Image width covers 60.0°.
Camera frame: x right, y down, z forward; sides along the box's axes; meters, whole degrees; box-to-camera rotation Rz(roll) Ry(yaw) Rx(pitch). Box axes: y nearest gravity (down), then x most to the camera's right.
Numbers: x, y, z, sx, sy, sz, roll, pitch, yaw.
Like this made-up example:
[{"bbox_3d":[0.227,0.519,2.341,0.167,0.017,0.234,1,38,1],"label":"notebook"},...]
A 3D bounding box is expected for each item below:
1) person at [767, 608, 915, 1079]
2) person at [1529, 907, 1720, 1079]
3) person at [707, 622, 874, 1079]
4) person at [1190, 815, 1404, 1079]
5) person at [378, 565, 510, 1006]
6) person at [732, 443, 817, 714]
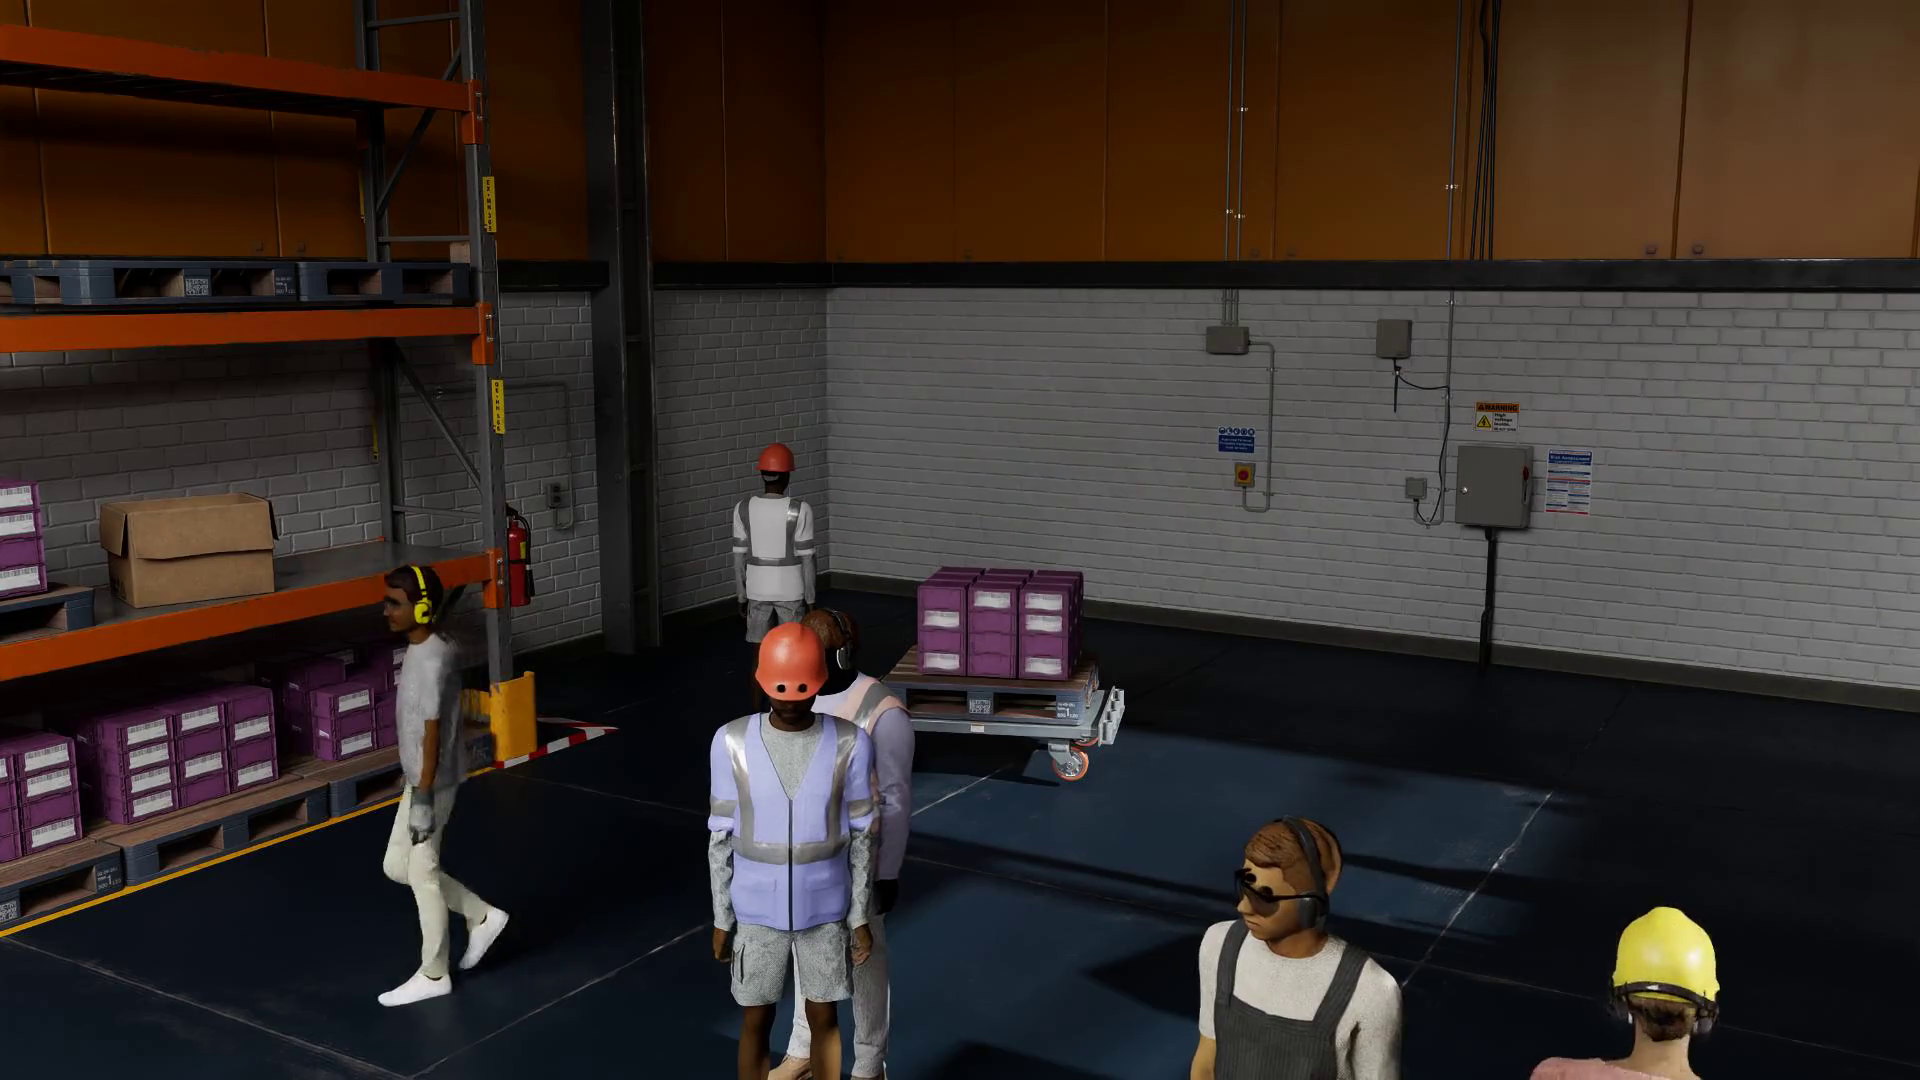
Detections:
[{"bbox_3d":[-0.474,1.152,6.052,0.633,1.843,0.429,6,11,35],"label":"person"},{"bbox_3d":[1.448,1.609,3.524,0.540,1.720,0.910,5,11,30],"label":"person"},{"bbox_3d":[-0.547,1.207,5.439,0.542,1.929,0.373,-1,9,-6],"label":"person"},{"bbox_3d":[0.743,1.511,3.812,0.507,1.842,0.351,7,12,38],"label":"person"},{"bbox_3d":[-2.188,1.012,6.900,0.467,1.855,0.516,-5,10,-29],"label":"person"},{"bbox_3d":[-1.191,0.336,10.844,0.553,1.935,0.361,2,9,11],"label":"person"}]
